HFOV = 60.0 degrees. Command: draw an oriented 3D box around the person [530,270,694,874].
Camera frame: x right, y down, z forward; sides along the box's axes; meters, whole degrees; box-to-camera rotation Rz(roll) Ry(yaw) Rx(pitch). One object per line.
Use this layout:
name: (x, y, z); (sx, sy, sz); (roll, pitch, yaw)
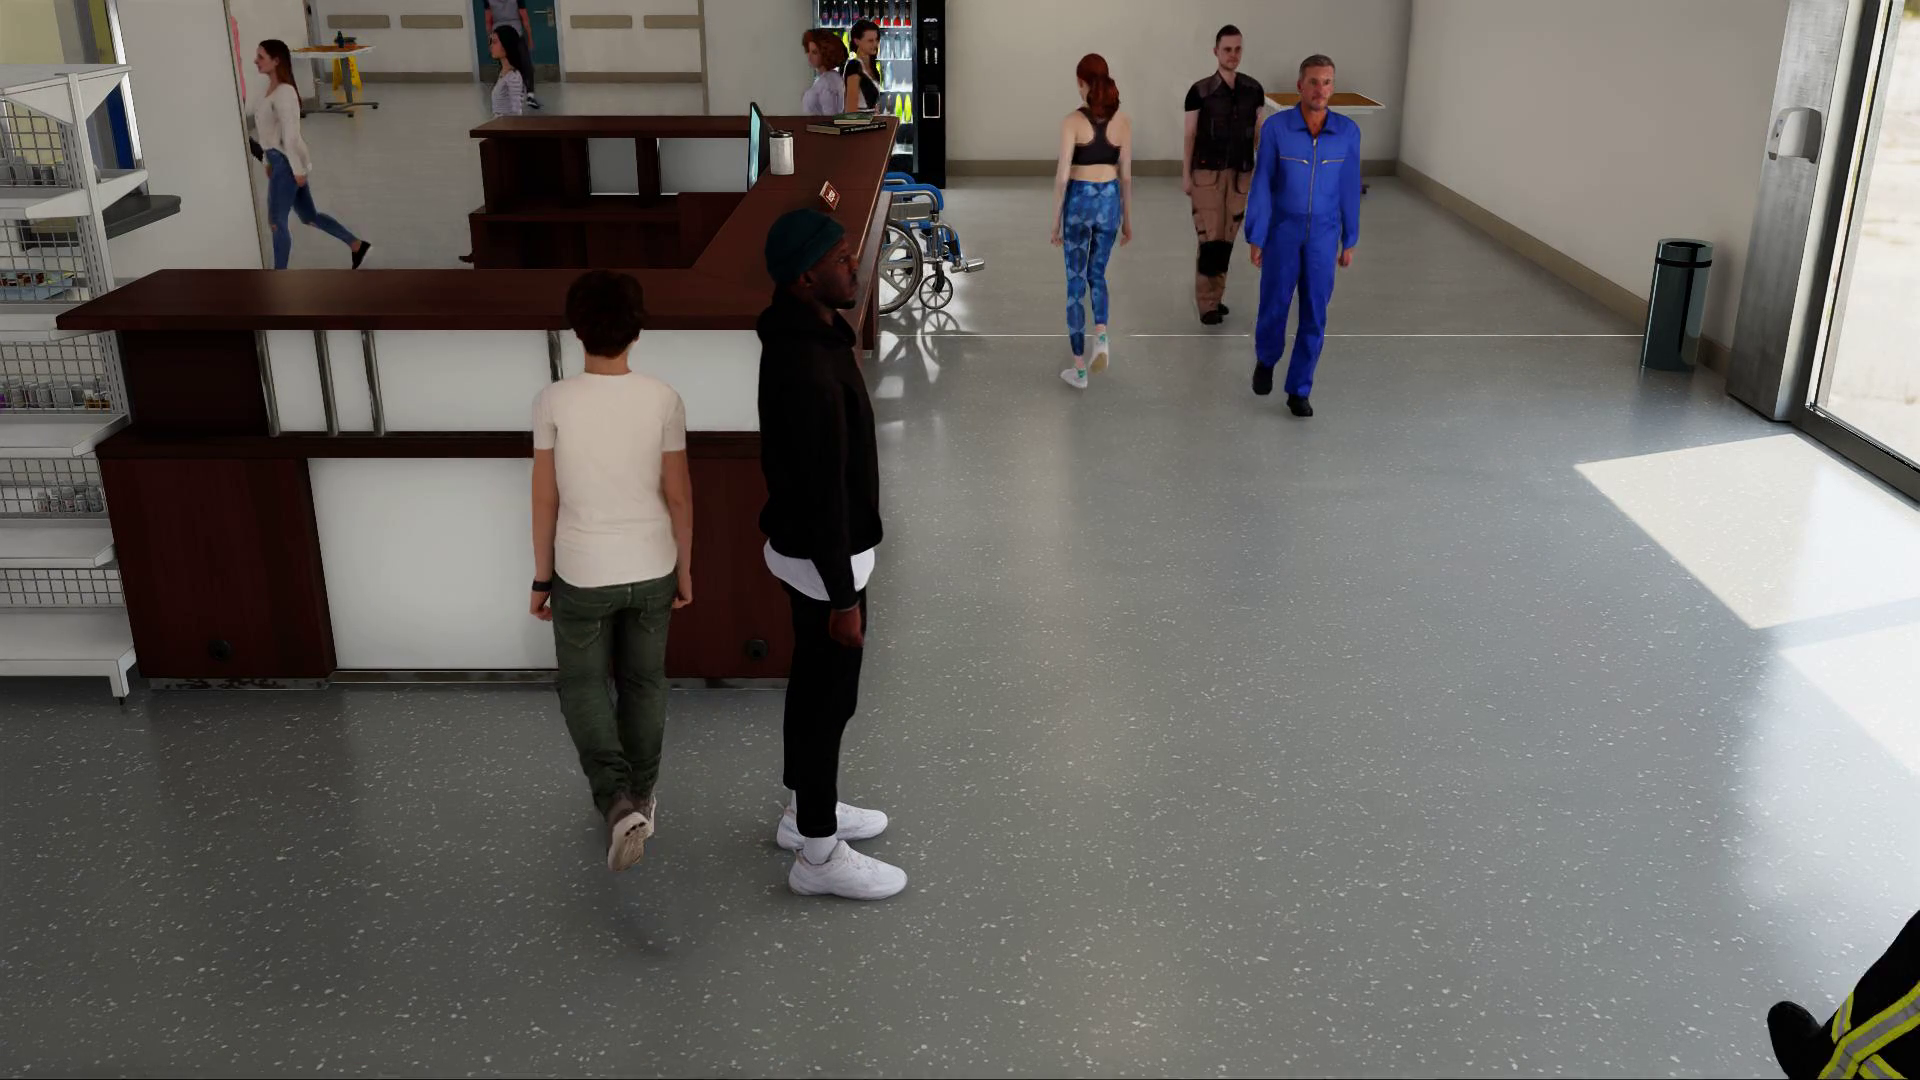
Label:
person: (-0.896, 0.130, 4.364); (0.932, 1.633, 0.820); (-7, 22, -19)

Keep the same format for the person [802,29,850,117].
person: (-0.845, -2.832, 12.127); (1.109, 1.675, 0.818); (4, 21, 10)

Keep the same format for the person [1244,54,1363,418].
person: (1.738, -1.567, 8.581); (0.669, 1.820, 0.814); (-1, 21, -2)

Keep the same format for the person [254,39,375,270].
person: (-4.495, -2.532, 11.349); (1.175, 1.665, 0.945); (-11, 23, -26)

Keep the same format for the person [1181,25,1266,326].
person: (1.630, -2.318, 10.572); (0.971, 1.815, 0.907); (-7, 22, -17)

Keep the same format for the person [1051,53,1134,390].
person: (0.755, -1.667, 8.929); (0.727, 1.761, 0.766); (-7, 22, -18)

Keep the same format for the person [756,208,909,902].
person: (-0.367, 0.043, 4.335); (0.631, 1.818, 0.705); (-3, 21, -9)

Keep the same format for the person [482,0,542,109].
person: (-5.783, -6.413, 21.393); (0.734, 1.808, 0.915); (-1, 21, -4)

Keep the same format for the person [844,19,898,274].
person: (-0.791, -2.738, 11.733); (0.665, 1.778, 0.639); (-1, 21, -4)
